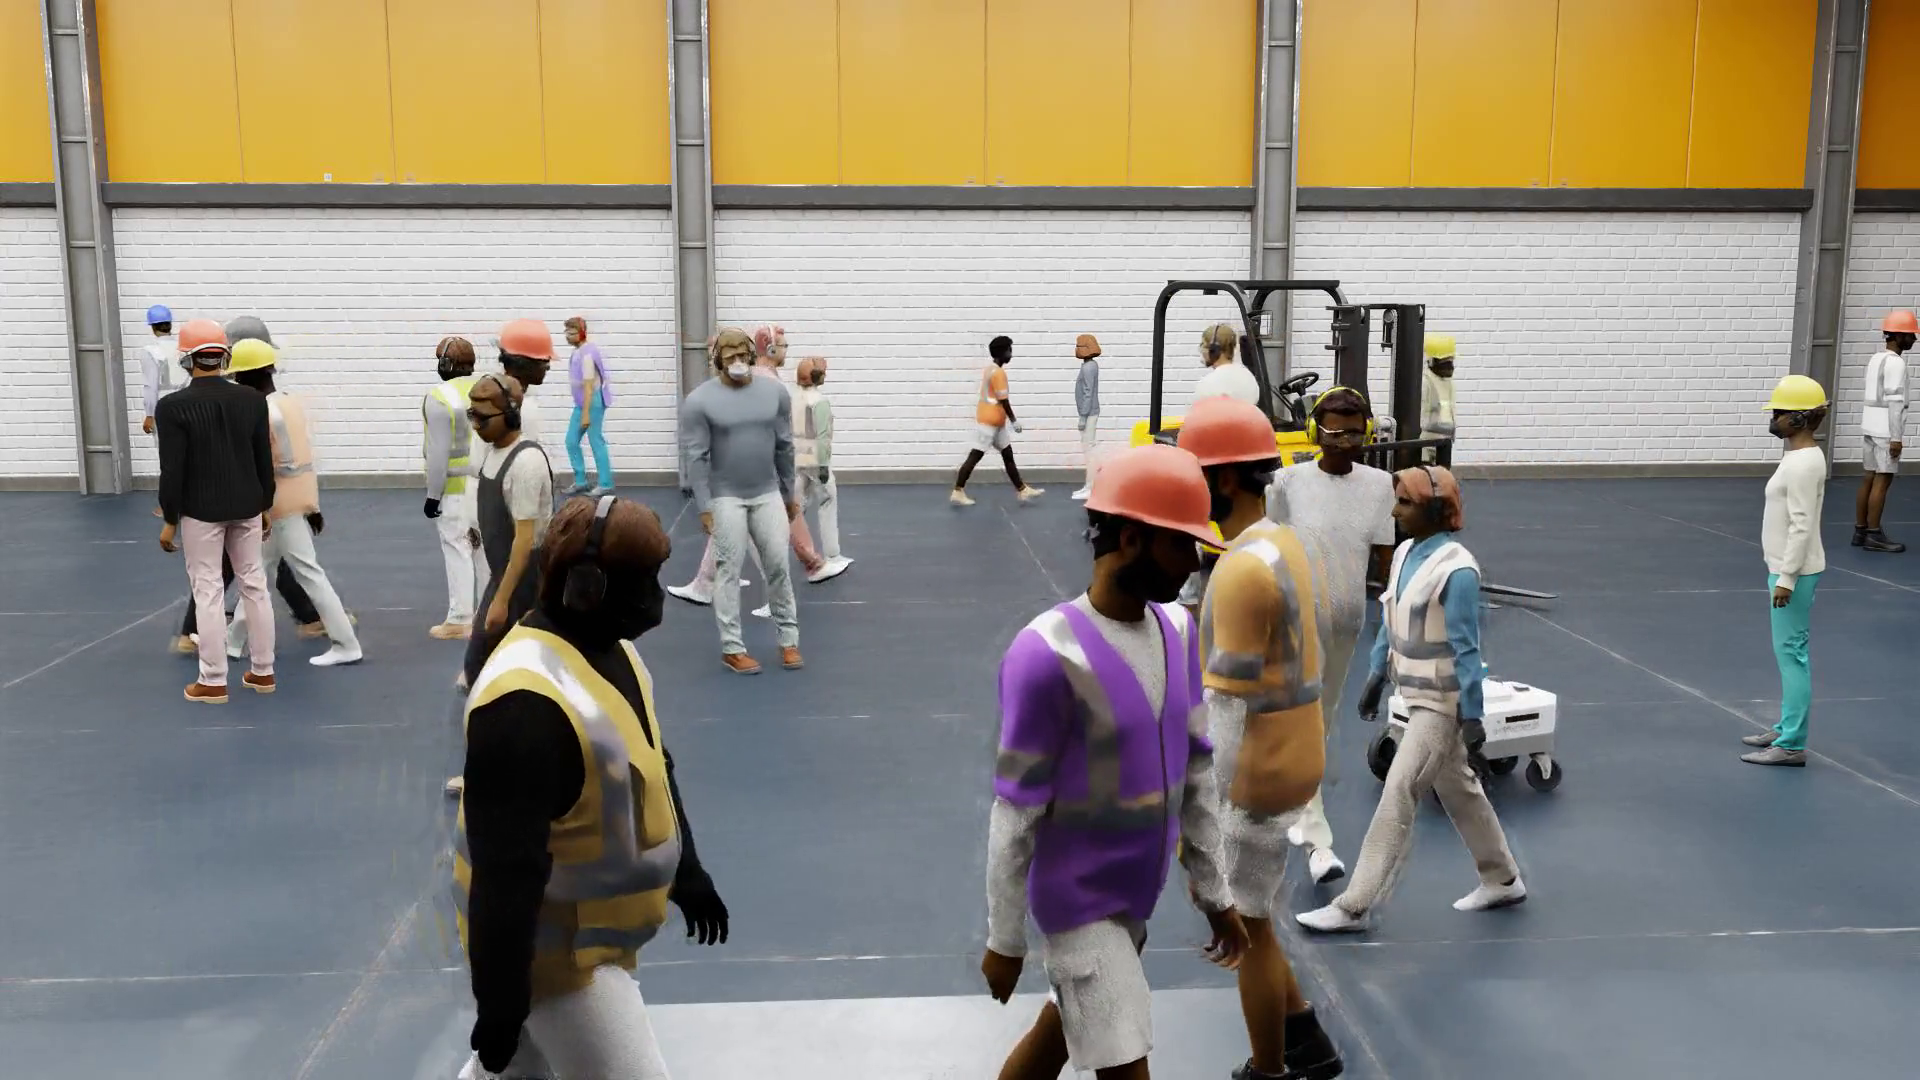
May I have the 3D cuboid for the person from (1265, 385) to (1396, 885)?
[{"bbox_3d":[1.364,0.341,6.148,0.509,1.807,1.001,-1,9,-5],"label":"person"}]

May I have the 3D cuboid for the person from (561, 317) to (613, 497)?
[{"bbox_3d":[-3.707,-1.299,16.470,0.602,1.798,0.579,-6,11,-32],"label":"person"}]

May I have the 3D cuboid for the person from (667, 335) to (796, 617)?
[{"bbox_3d":[-1.488,-0.419,10.835,0.999,1.840,0.622,2,9,14],"label":"person"}]

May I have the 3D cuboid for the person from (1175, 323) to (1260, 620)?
[{"bbox_3d":[1.605,-0.421,10.629,0.807,1.909,0.645,9,12,43],"label":"person"}]

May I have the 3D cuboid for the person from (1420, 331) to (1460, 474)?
[{"bbox_3d":[3.561,-0.702,12.743,0.610,1.788,0.611,9,12,43],"label":"person"}]

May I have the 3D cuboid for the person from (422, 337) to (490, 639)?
[{"bbox_3d":[-3.054,-0.318,10.181,0.429,1.843,0.628,4,10,22],"label":"person"}]

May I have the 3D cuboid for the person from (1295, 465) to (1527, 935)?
[{"bbox_3d":[1.589,0.538,5.617,0.872,1.591,0.521,-1,9,-6],"label":"person"}]

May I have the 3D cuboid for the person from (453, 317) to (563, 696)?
[{"bbox_3d":[-2.225,-0.103,8.309,0.535,2.008,0.624,-5,10,-28],"label":"person"}]

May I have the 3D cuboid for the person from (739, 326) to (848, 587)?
[{"bbox_3d":[-1.338,-0.580,11.774,0.999,1.852,0.657,-5,10,-28],"label":"person"}]

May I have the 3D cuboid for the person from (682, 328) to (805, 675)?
[{"bbox_3d":[-1.202,-0.215,9.278,0.642,1.926,0.460,-4,10,-24],"label":"person"}]

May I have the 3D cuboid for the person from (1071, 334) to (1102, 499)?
[{"bbox_3d":[1.254,-1.221,16.501,0.285,1.633,0.497,1,9,8],"label":"person"}]

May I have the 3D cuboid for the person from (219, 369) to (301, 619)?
[{"bbox_3d":[-4.509,-0.330,10.601,0.804,1.713,0.576,3,10,19],"label":"person"}]

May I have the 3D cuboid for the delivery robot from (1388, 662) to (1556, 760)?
[{"bbox_3d":[2.195,0.763,7.122,0.707,0.478,0.477,-4,10,-24],"label":"delivery robot"}]

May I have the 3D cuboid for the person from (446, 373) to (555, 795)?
[{"bbox_3d":[-1.888,0.208,6.948,0.584,1.814,0.551,-6,11,-33],"label":"person"}]

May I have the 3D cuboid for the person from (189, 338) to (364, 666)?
[{"bbox_3d":[-3.875,-0.194,9.330,1.015,1.857,0.596,0,9,-3],"label":"person"}]

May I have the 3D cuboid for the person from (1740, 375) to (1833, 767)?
[{"bbox_3d":[3.744,0.140,7.540,0.312,1.767,0.533,5,10,27],"label":"person"}]

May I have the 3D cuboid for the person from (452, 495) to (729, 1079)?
[{"bbox_3d":[-0.705,0.796,3.345,0.967,1.781,0.646,0,9,-2],"label":"person"}]

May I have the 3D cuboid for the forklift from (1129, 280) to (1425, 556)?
[{"bbox_3d":[2.301,-0.860,12.475,1.214,2.155,2.313,-6,11,-35],"label":"forklift"}]

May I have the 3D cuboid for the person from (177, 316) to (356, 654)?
[{"bbox_3d":[-4.177,-0.360,9.818,1.035,2.000,0.695,-6,11,-31],"label":"person"}]

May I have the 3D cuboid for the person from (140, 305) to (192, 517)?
[{"bbox_3d":[-7.255,-1.176,15.275,0.408,1.951,0.616,3,10,20],"label":"person"}]

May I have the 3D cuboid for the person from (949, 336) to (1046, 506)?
[{"bbox_3d":[0.329,-1.128,15.892,0.953,1.633,0.528,0,9,-2],"label":"person"}]

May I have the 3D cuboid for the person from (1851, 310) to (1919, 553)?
[{"bbox_3d":[7.466,-0.873,13.365,0.373,1.935,0.552,2,9,10],"label":"person"}]

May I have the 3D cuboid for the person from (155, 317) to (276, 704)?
[{"bbox_3d":[-3.861,-0.151,8.647,0.380,1.996,0.608,7,12,38],"label":"person"}]

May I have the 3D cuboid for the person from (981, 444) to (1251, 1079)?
[{"bbox_3d":[0.306,0.735,3.511,0.965,1.878,0.553,8,12,39],"label":"person"}]

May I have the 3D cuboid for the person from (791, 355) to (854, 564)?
[{"bbox_3d":[-1.169,-0.582,12.543,0.702,1.619,0.517,-6,11,-33],"label":"person"}]

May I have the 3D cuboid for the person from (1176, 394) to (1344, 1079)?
[{"bbox_3d":[0.711,0.588,4.261,0.441,1.915,0.582,2,9,15],"label":"person"}]
